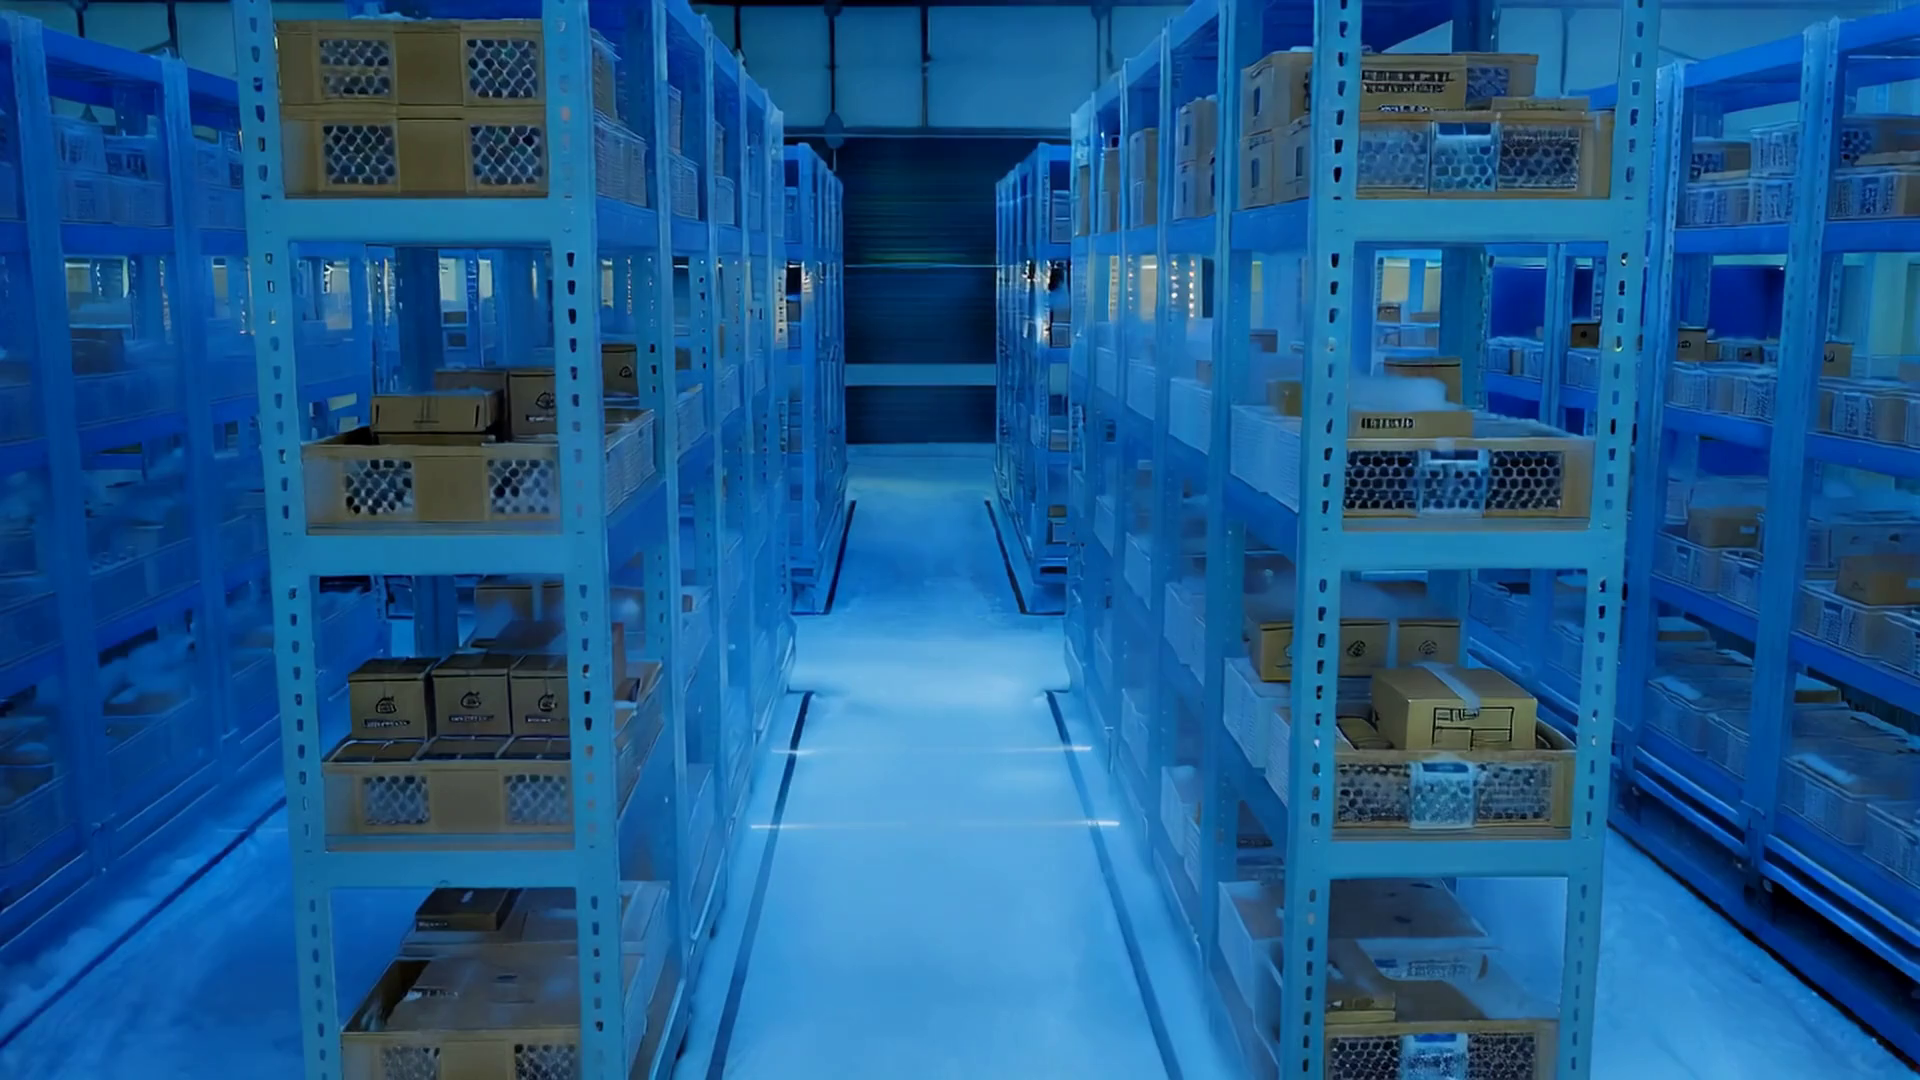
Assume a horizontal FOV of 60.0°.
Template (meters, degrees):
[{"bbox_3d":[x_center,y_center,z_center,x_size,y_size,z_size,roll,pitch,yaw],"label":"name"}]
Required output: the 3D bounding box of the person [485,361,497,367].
[{"bbox_3d":[-5.881,-1.614,20.599,0.564,1.839,0.395,1,9,4],"label":"person"}]
